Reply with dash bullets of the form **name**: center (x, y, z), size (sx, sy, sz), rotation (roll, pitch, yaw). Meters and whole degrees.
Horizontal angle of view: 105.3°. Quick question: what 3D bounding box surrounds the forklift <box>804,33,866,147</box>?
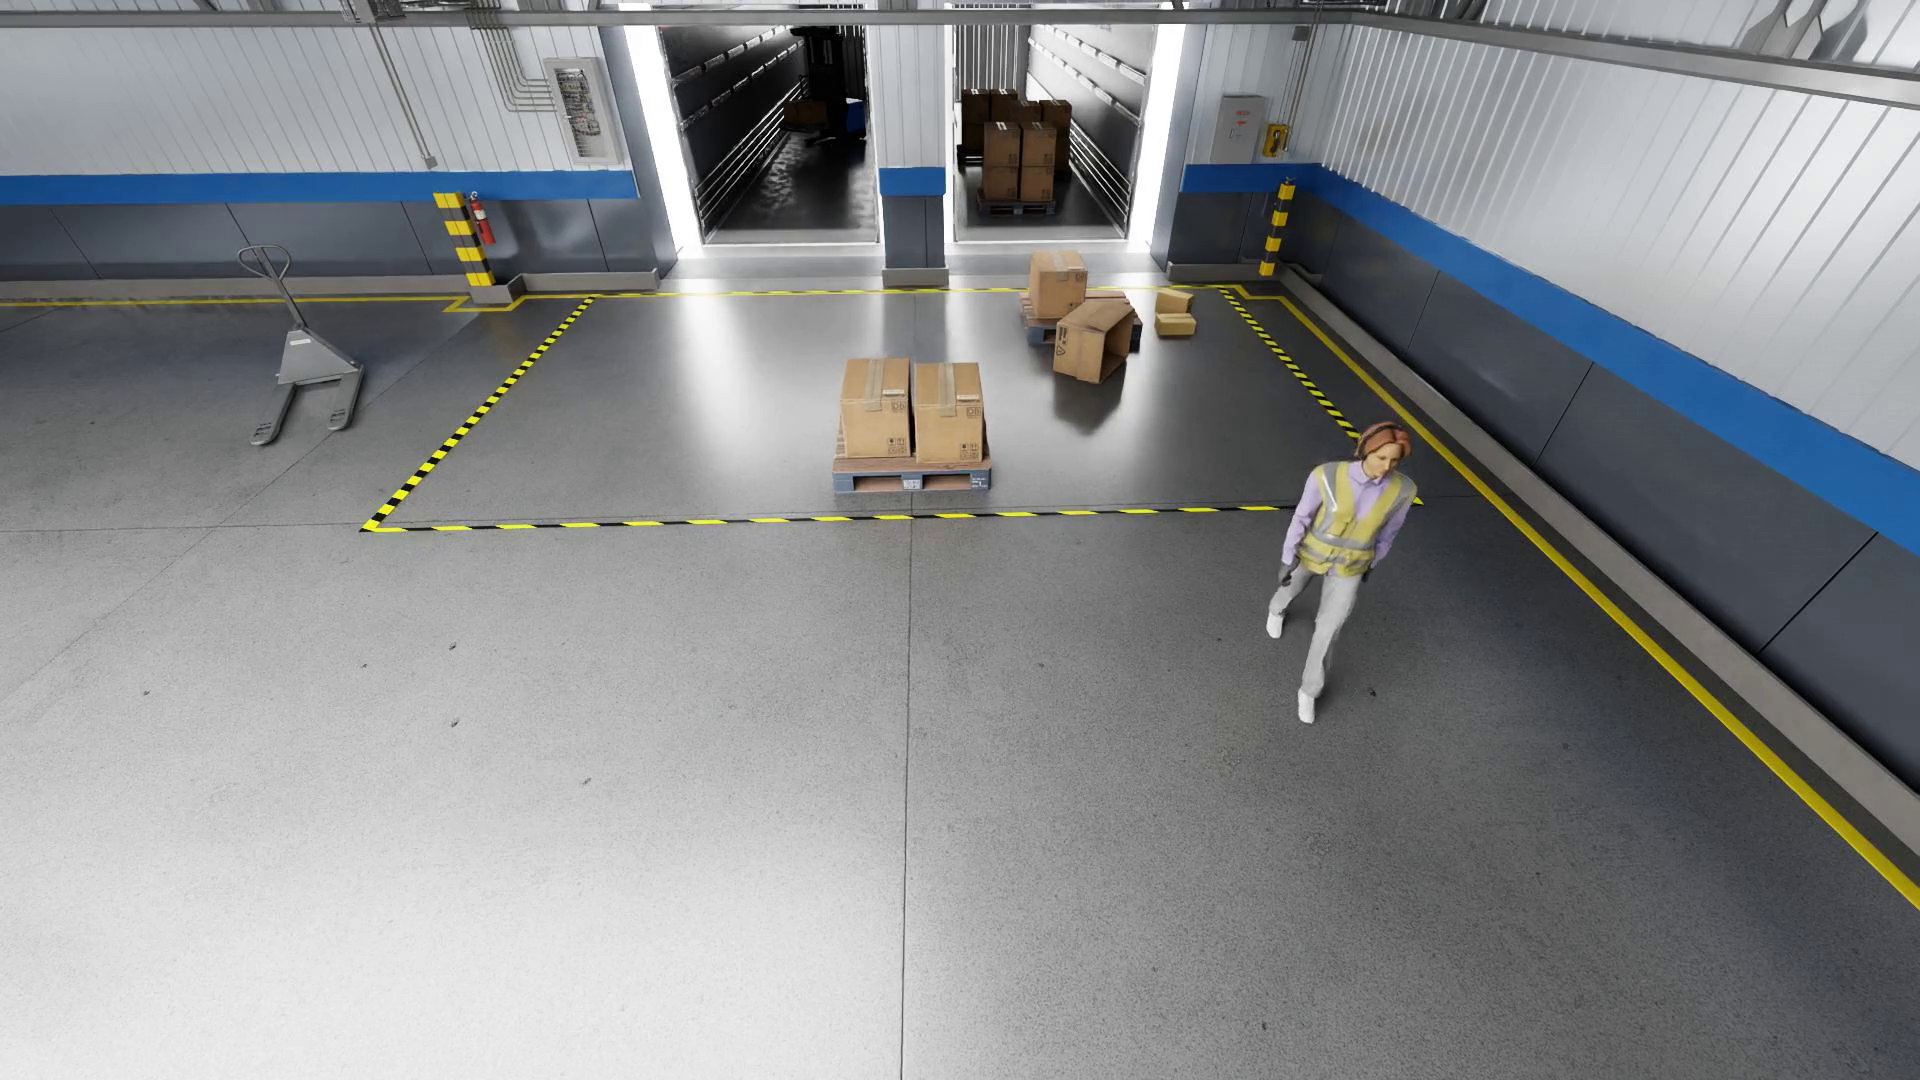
- **forklift**: center (-2.628, -9.748, 15.821), size (0.716, 2.013, 0.776), rotation (19, 42, 23)

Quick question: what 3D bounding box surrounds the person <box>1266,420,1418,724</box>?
- **person**: center (1.896, 0.108, 3.753), size (0.508, 1.589, 0.862), rotation (12, 40, 15)

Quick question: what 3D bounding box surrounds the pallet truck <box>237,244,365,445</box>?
- **pallet truck**: center (-5.915, -1.733, 6.366), size (0.680, 1.201, 1.601), rotation (-18, 42, -21)
